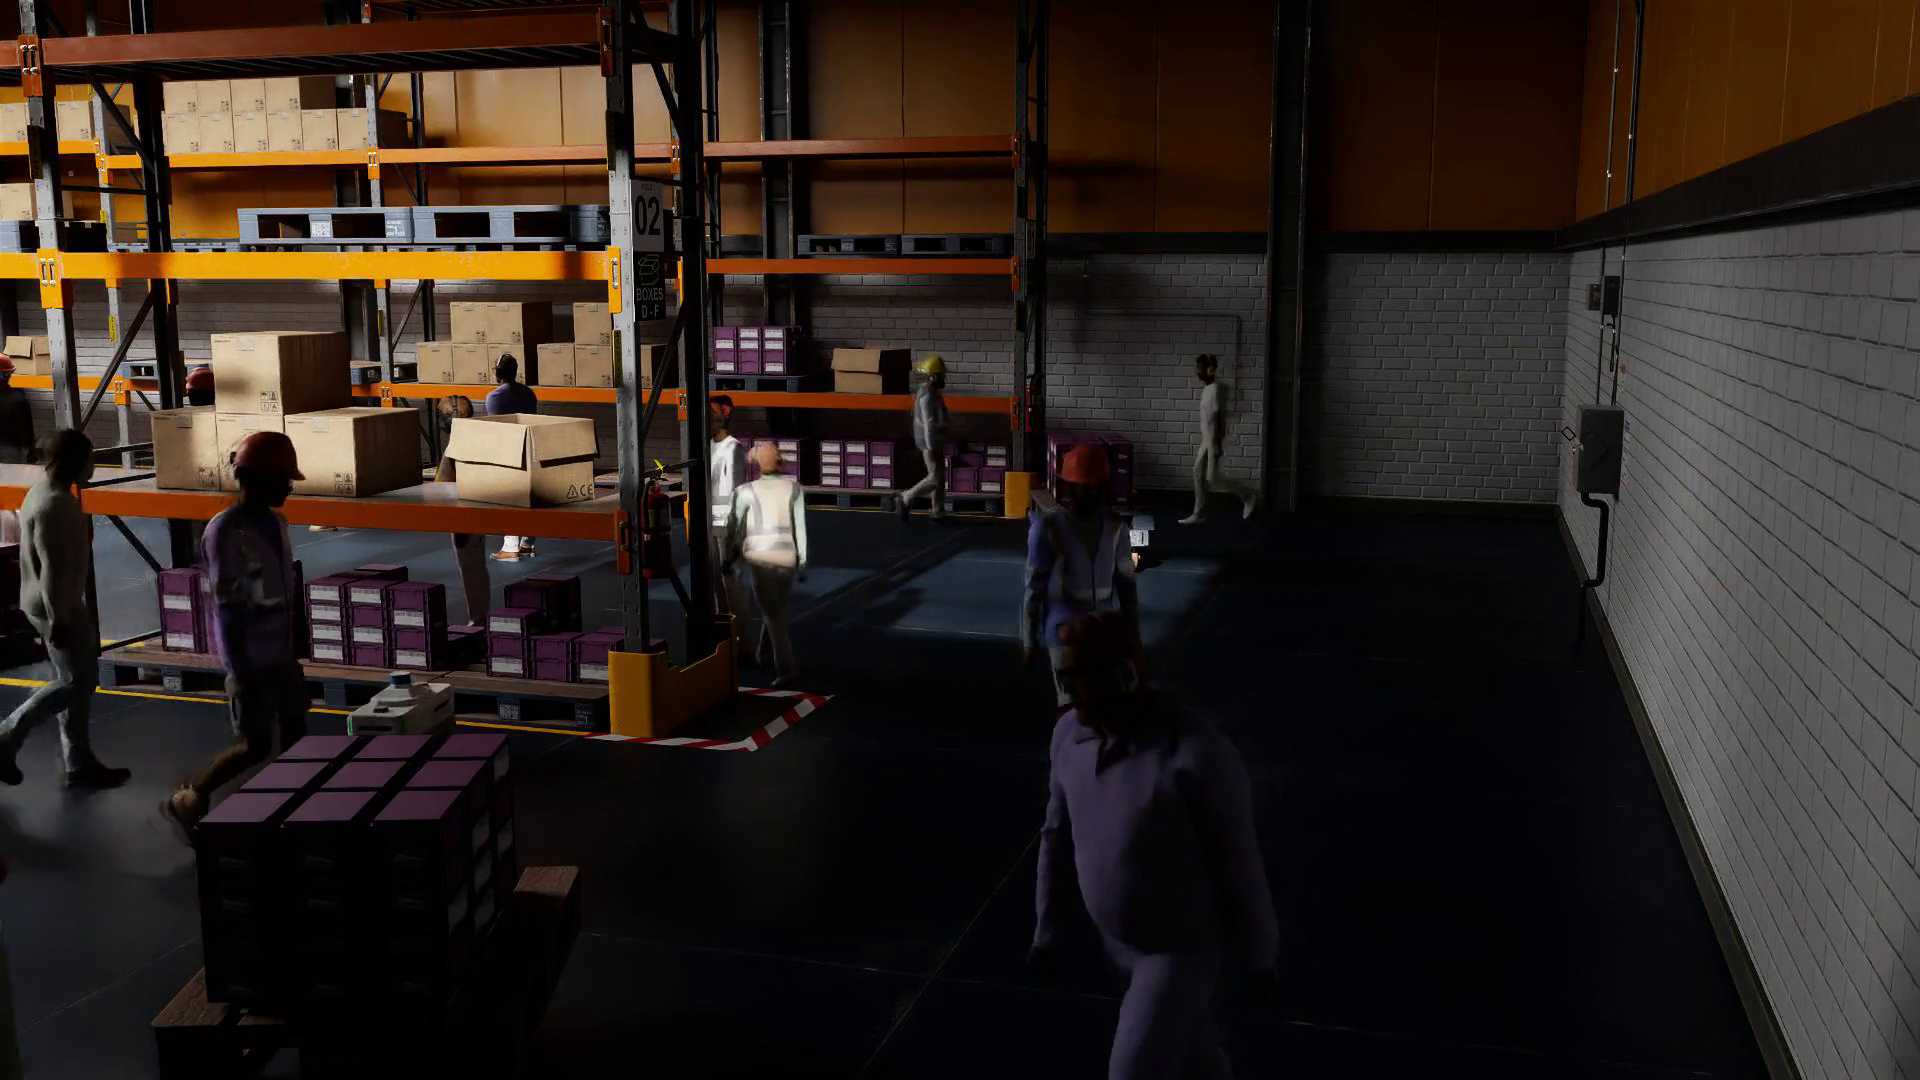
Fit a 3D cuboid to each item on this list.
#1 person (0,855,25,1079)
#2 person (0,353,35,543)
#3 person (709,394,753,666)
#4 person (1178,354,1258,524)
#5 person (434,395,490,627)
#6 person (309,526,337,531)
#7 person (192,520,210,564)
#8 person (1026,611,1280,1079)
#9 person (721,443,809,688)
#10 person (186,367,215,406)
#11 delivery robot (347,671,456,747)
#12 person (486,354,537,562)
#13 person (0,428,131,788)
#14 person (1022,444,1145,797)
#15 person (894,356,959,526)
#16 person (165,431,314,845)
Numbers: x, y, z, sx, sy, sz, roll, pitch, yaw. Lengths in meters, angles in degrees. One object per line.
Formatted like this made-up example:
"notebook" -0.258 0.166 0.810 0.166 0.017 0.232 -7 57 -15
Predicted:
"person" -2.146 1.346 3.599 0.266 1.631 0.507 -4 10 -25
"person" -8.496 -0.677 14.823 0.610 1.996 0.384 5 11 29
"person" -1.618 -0.067 11.454 0.338 1.882 0.596 -4 10 -23
"person" 2.760 -1.064 17.691 0.753 1.840 0.521 -1 9 -6
"person" -3.572 -0.130 11.990 0.429 1.837 0.625 -2 10 -15
"person" -6.601 -1.010 17.328 0.429 1.844 0.626 2 9 9
"person" -6.017 -0.220 13.145 0.457 1.623 0.532 5 10 26
"person" 0.485 1.094 4.553 1.031 1.828 0.654 -6 11 -32
"person" -1.254 0.153 11.025 0.521 1.591 0.887 -5 11 -30
"person" -6.060 -0.425 13.457 0.348 1.943 0.543 -8 12 -39
"delivery robot" -3.011 0.952 8.992 0.477 0.478 0.707 1 9 5
"person" -4.201 -0.769 15.558 0.361 1.939 0.635 4 10 22
"person" -4.764 0.380 8.648 0.615 1.906 0.685 -5 10 -26
"person" 0.627 0.470 8.175 0.567 1.882 0.978 -5 10 -27
"person" -0.340 -1.034 17.543 0.597 1.816 0.608 1 9 5
"person" -3.277 0.507 7.569 0.728 2.013 0.628 1 9 8
